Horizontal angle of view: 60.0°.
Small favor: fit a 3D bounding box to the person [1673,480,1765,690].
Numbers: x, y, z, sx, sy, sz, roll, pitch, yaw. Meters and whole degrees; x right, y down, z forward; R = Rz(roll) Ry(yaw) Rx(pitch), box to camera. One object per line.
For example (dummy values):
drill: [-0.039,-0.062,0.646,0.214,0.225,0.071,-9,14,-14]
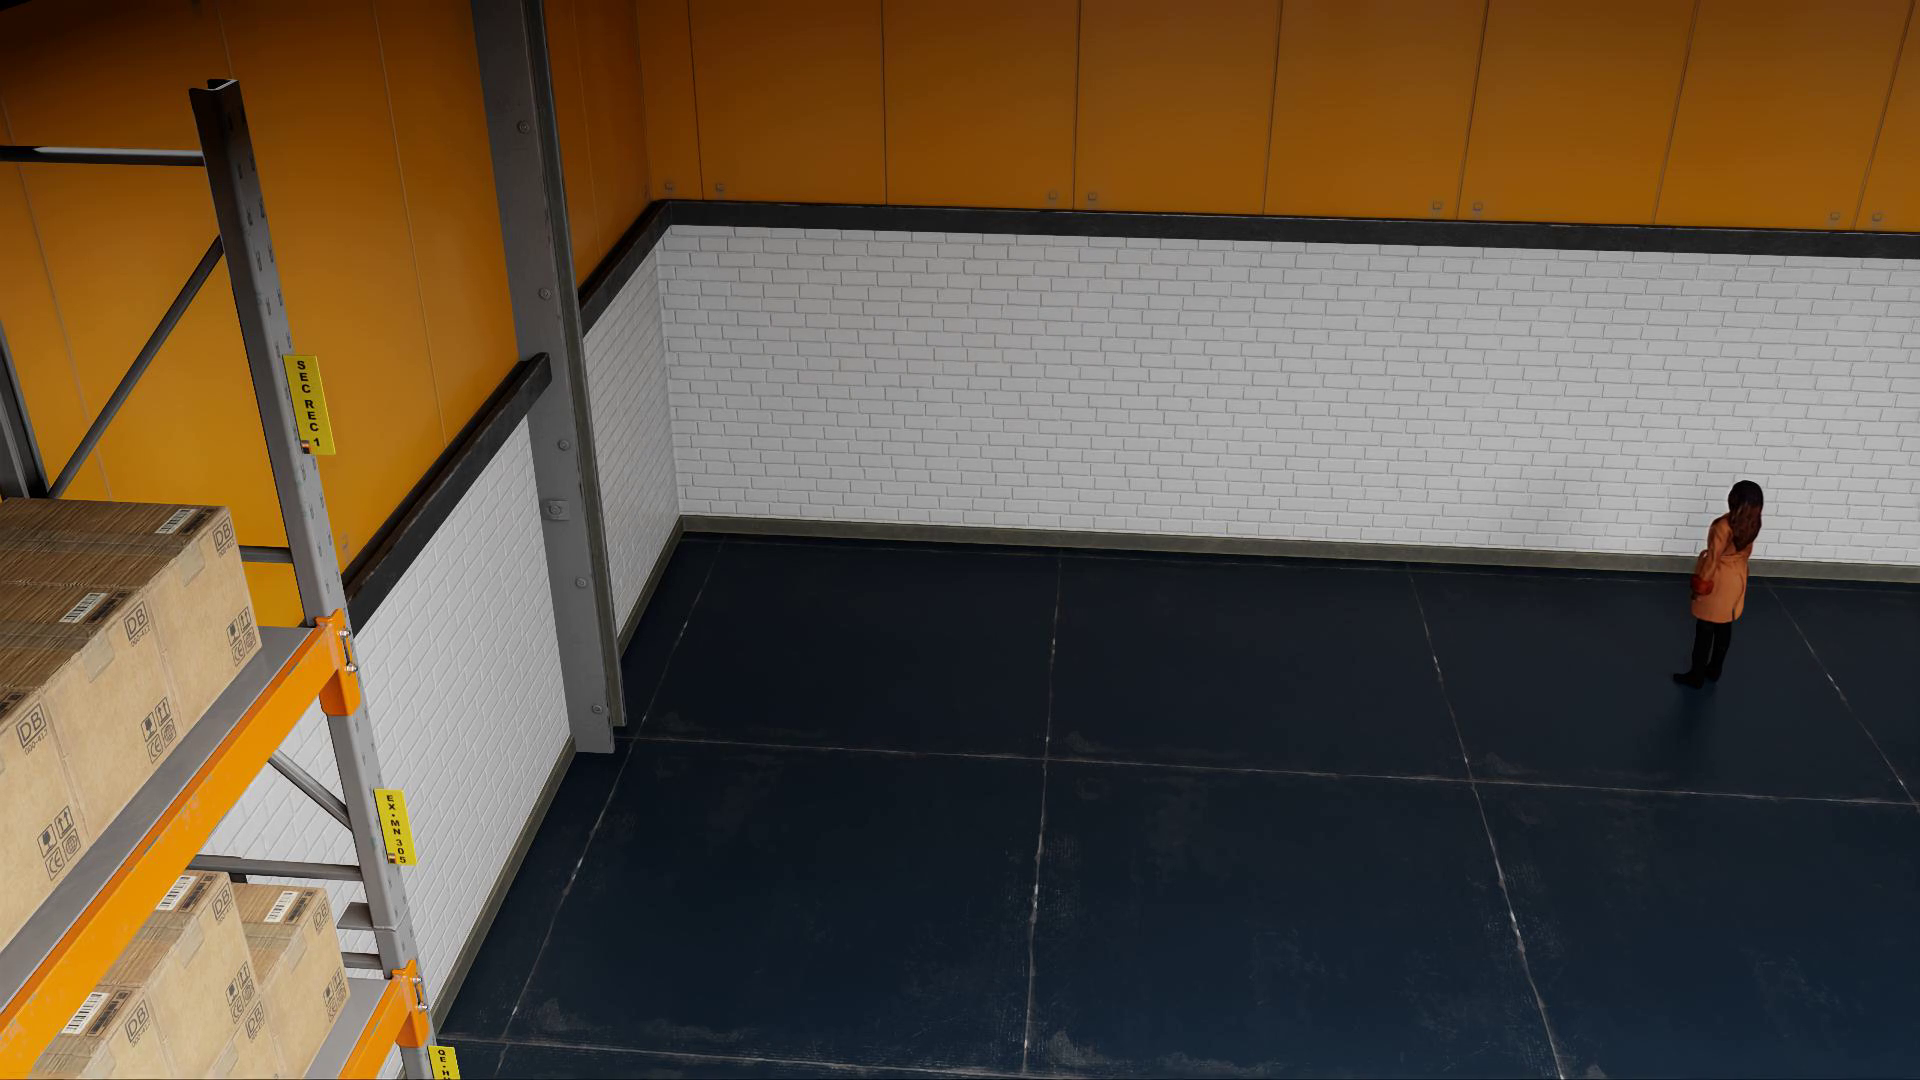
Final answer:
person: [5.680,0.328,12.403,0.774,1.720,0.786,-14,32,-24]
